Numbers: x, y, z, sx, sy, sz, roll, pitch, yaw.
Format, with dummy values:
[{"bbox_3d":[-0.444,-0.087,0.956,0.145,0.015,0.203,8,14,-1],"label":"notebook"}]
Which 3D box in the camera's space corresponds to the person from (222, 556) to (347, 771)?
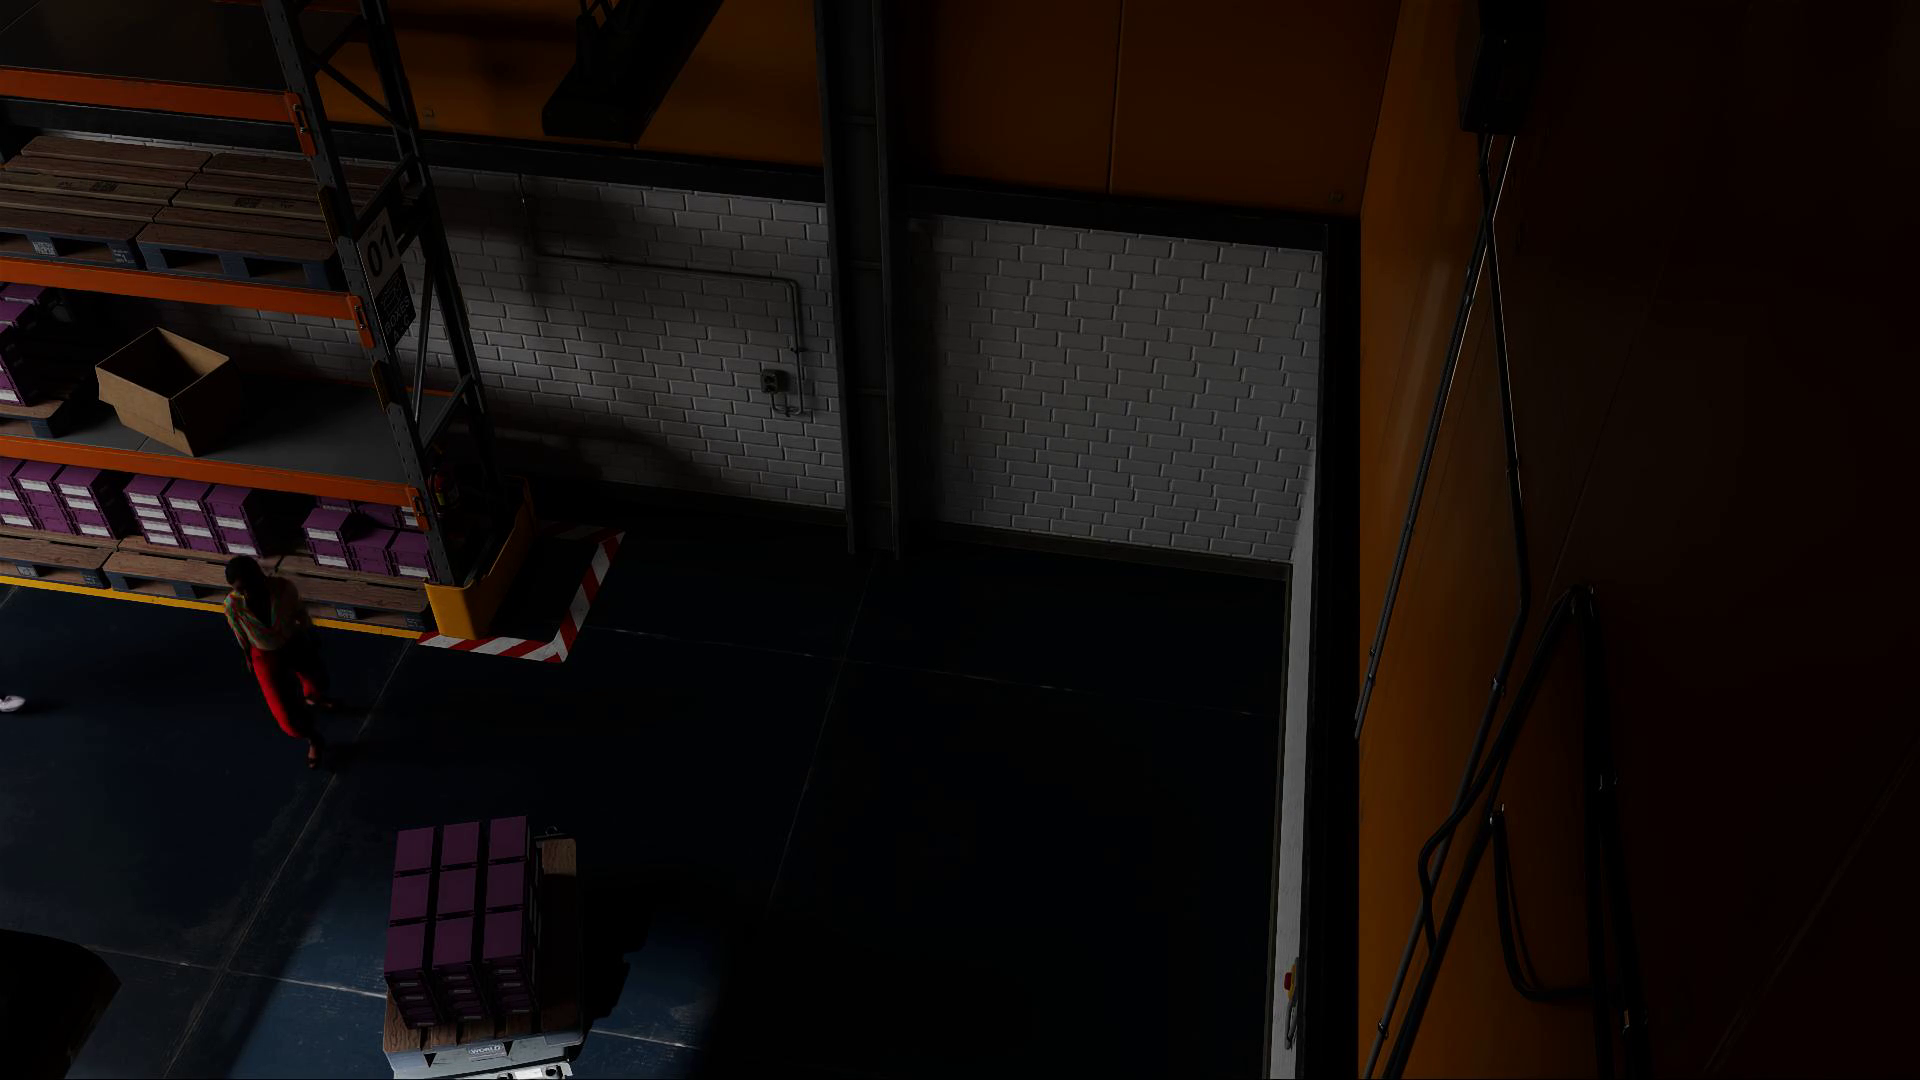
[{"bbox_3d":[-4.168,0.689,10.280,0.855,1.764,0.914,-30,51,-28],"label":"person"}]
